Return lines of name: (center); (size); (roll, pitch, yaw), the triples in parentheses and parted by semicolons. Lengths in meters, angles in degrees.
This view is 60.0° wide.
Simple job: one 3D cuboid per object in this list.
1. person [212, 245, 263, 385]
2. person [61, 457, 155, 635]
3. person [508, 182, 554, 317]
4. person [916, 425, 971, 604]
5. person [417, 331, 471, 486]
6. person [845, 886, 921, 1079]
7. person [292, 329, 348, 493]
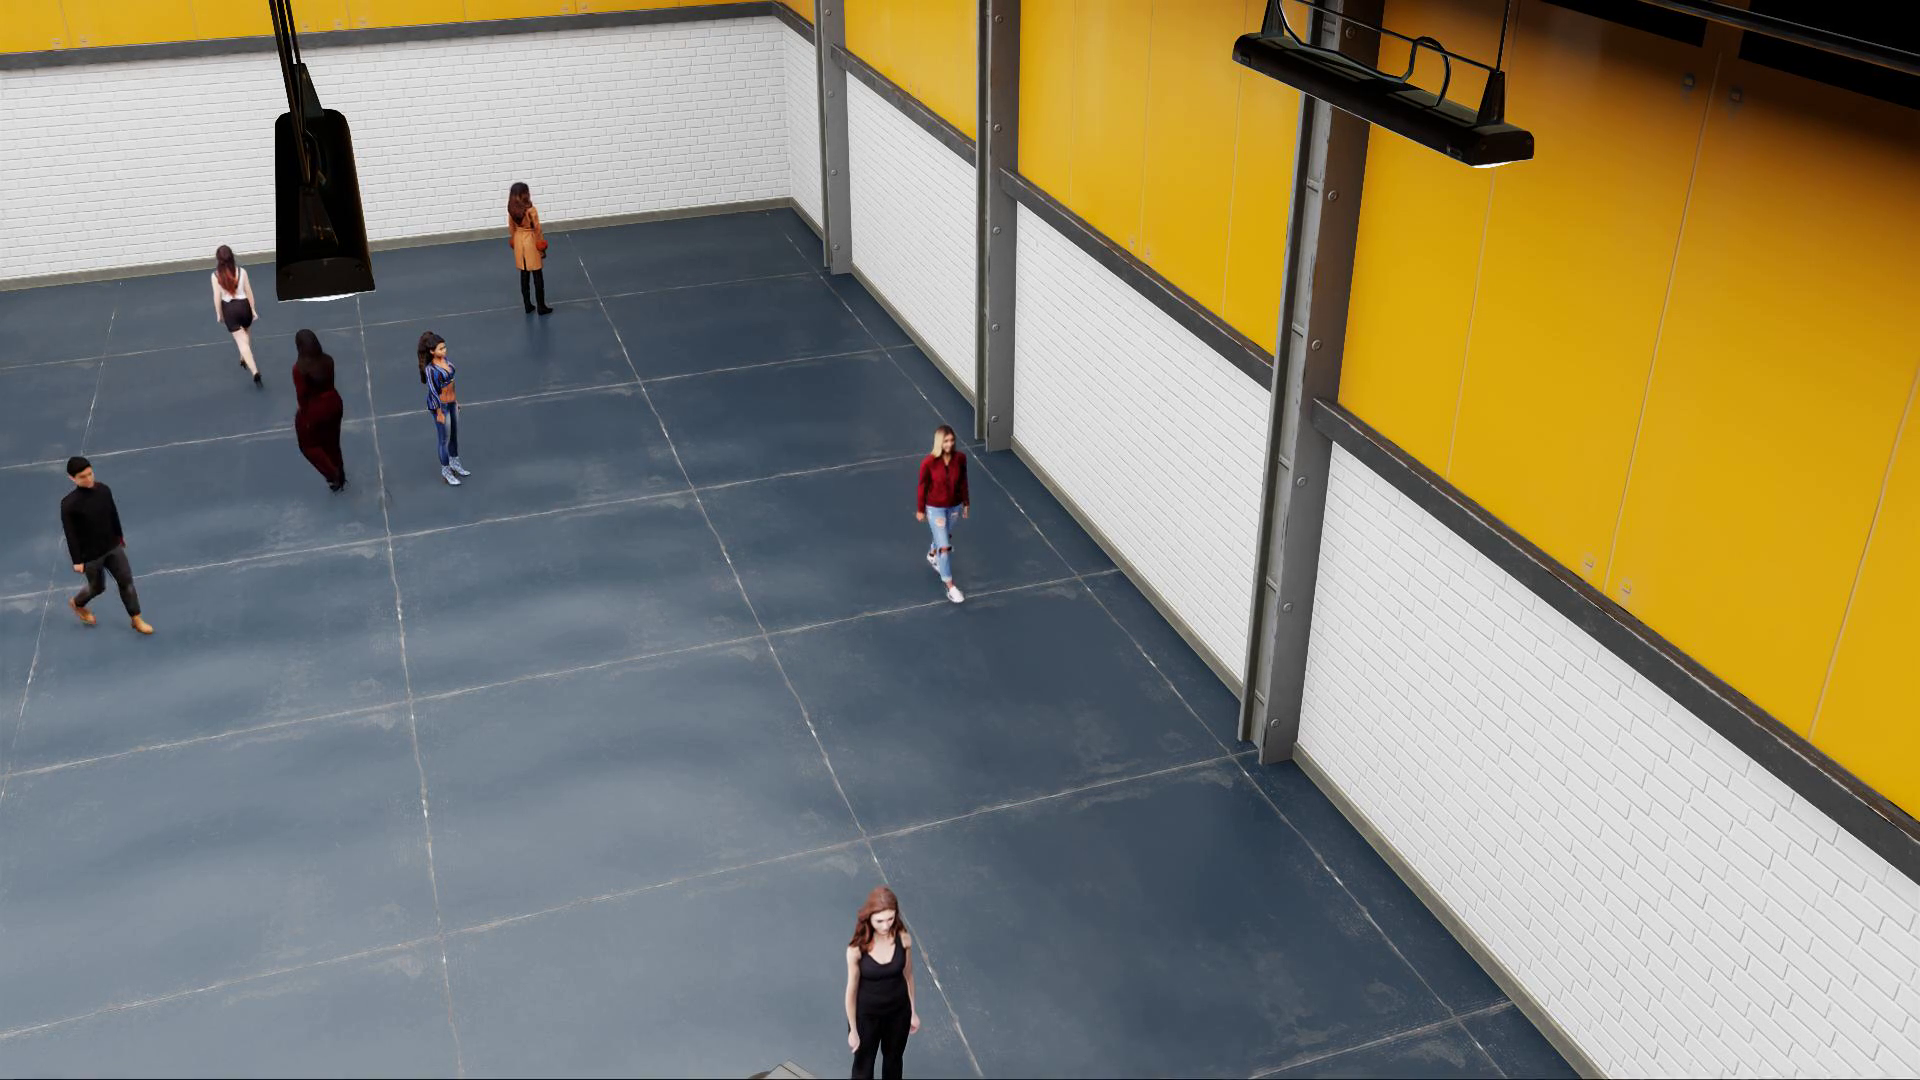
person: (-8.303, -2.549, 19.150); (0.786, 1.602, 1.127); (-19, 34, -31)
person: (-7.475, 0.043, 14.303); (1.140, 1.693, 1.075); (12, 31, 20)
person: (-5.496, -3.715, 21.163); (0.779, 1.720, 0.827); (10, 30, 18)
person: (-0.177, -0.308, 15.056); (0.737, 1.587, 1.148); (-15, 32, -25)
person: (-5.251, -1.348, 16.933); (0.756, 1.617, 0.654); (6, 29, 10)
person: (-0.459, 2.662, 9.445); (0.601, 1.746, 0.547); (-13, 31, -23)
person: (-6.310, -1.245, 16.612); (0.897, 1.742, 0.839); (14, 32, 24)
